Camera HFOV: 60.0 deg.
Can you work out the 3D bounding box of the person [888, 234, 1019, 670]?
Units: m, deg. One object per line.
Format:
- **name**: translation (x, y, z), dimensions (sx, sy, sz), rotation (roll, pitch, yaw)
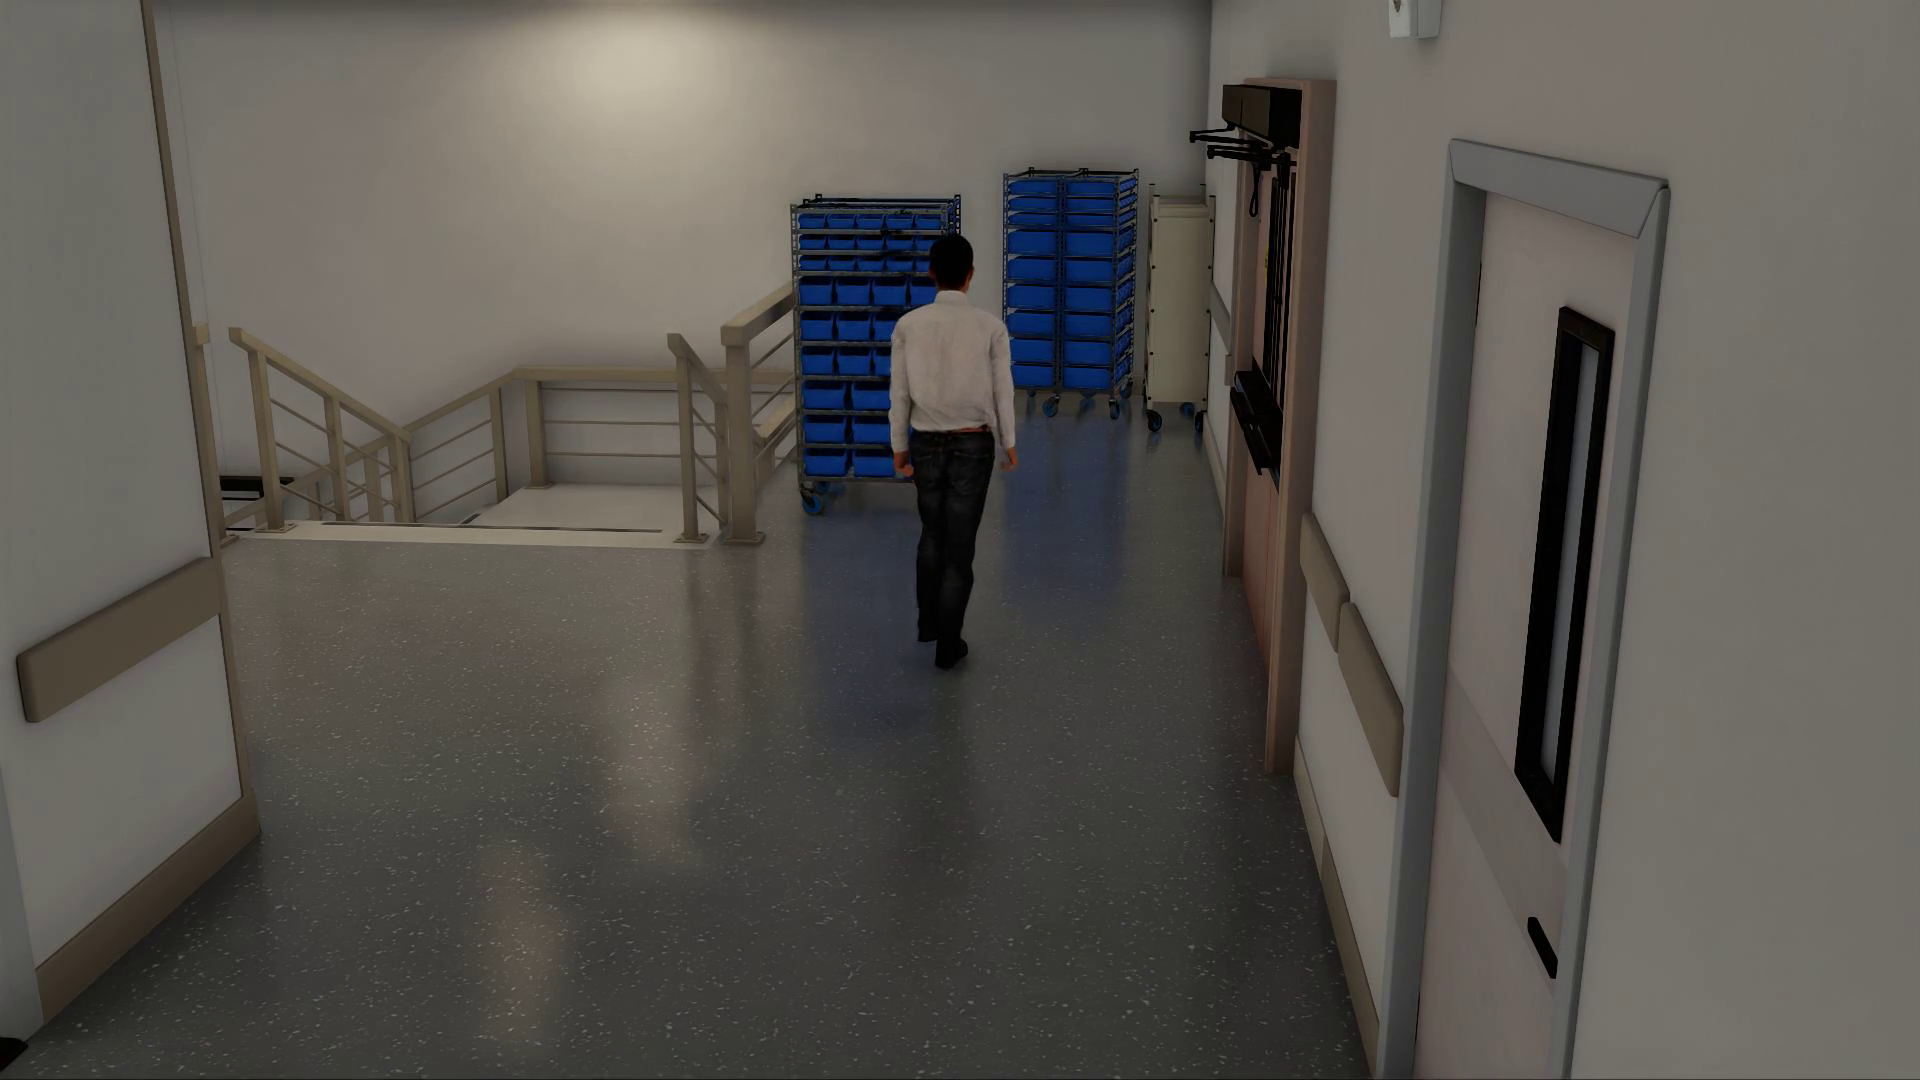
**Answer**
- **person**: translation (-0.058, -0.326, 6.835), dimensions (0.706, 1.796, 0.680), rotation (4, 16, 14)
